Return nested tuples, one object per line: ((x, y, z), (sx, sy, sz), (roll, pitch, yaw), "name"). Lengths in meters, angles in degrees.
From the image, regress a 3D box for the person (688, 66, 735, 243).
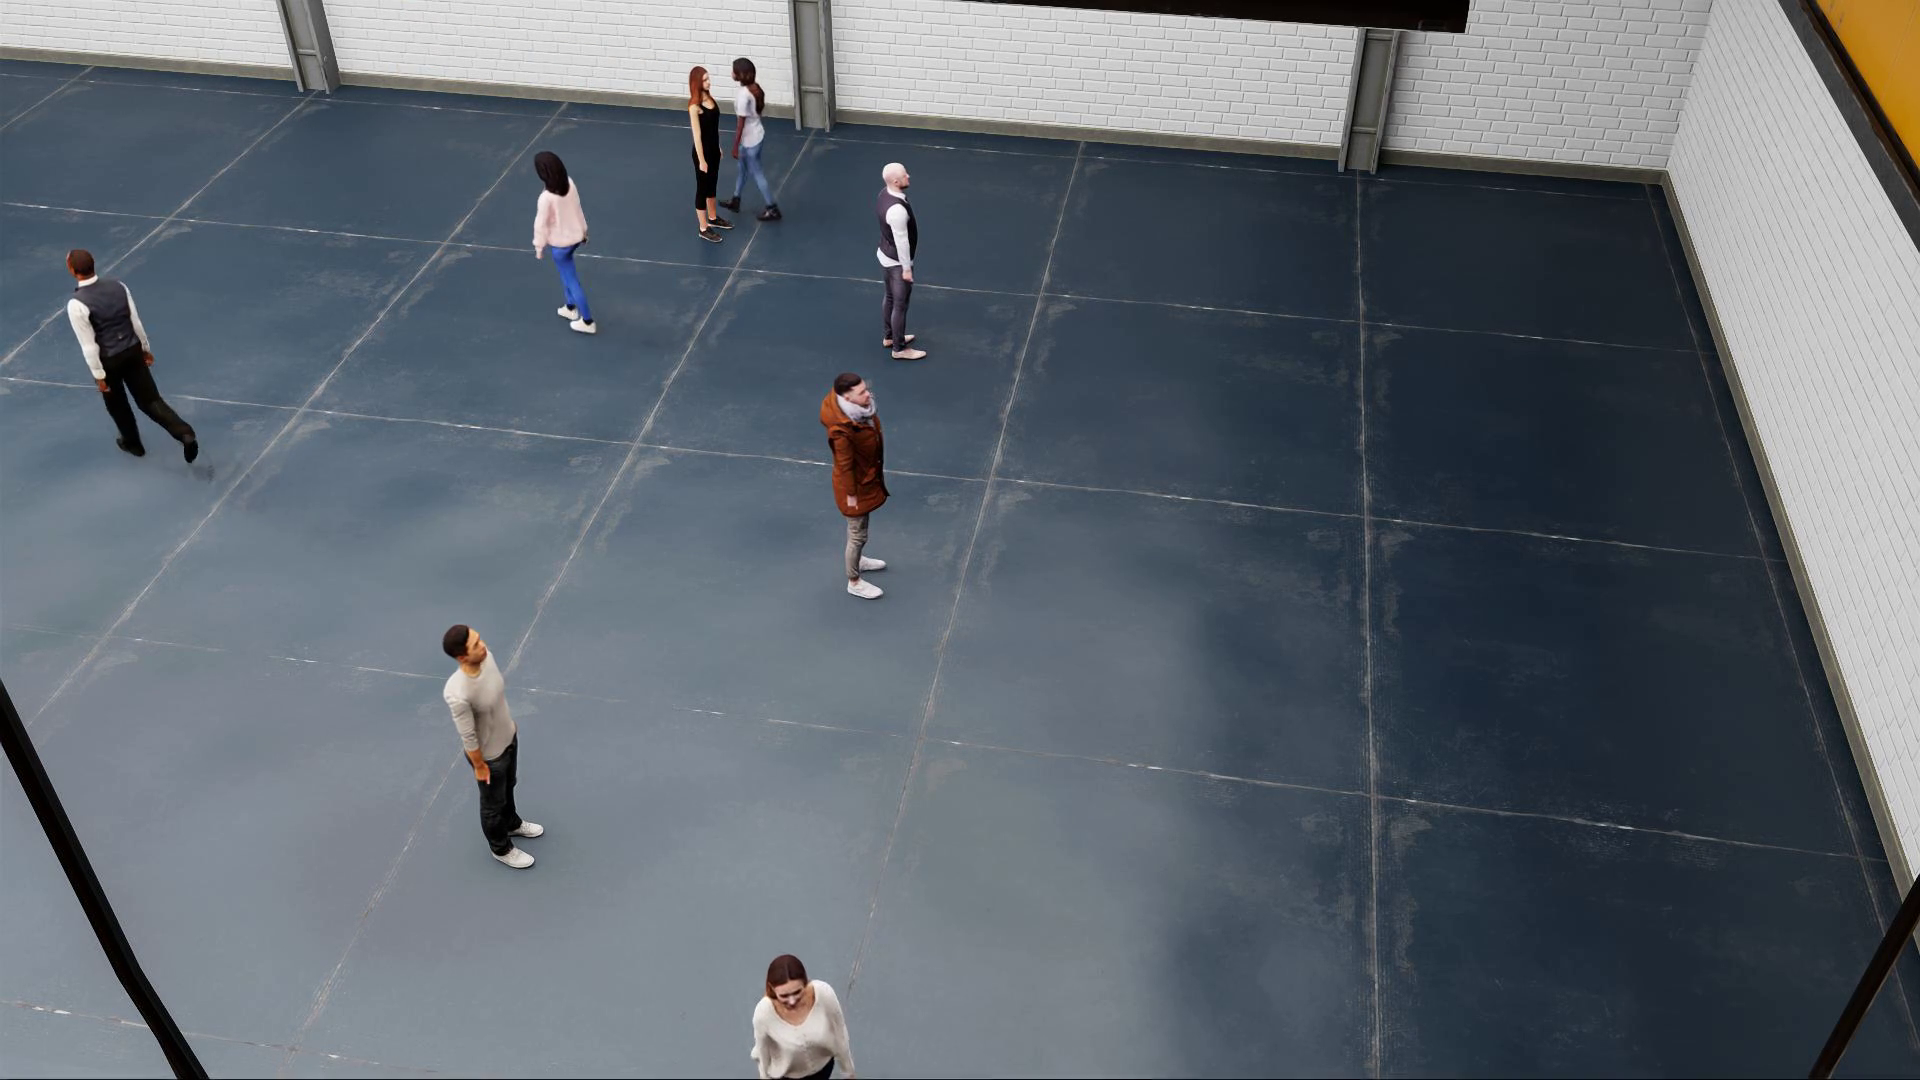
((-2.485, -3.797, 16.267), (0.550, 1.726, 0.597), (12, 40, 14), "person")

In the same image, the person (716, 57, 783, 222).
((-1.998, -3.938, 16.461), (0.938, 1.703, 0.647), (4, 39, 5), "person")

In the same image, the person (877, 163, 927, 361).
((-0.545, -2.433, 14.481), (0.776, 1.824, 0.781), (-12, 40, -15), "person")

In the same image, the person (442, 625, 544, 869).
((-2.823, 1.209, 9.930), (0.551, 1.811, 0.653), (4, 39, 5), "person")

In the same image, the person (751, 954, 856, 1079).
((-0.804, 2.583, 8.333), (1.120, 1.658, 1.081), (-17, 42, -20), "person")

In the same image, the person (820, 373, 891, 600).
((-0.751, -0.416, 11.942), (0.742, 1.839, 0.742), (1, 39, 1), "person")

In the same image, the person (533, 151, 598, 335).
((-3.429, -2.601, 14.749), (0.843, 1.752, 0.796), (18, 42, 21), "person")

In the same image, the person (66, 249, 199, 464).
((-6.567, -1.393, 13.125), (1.278, 1.891, 0.996), (21, 43, 24), "person")
